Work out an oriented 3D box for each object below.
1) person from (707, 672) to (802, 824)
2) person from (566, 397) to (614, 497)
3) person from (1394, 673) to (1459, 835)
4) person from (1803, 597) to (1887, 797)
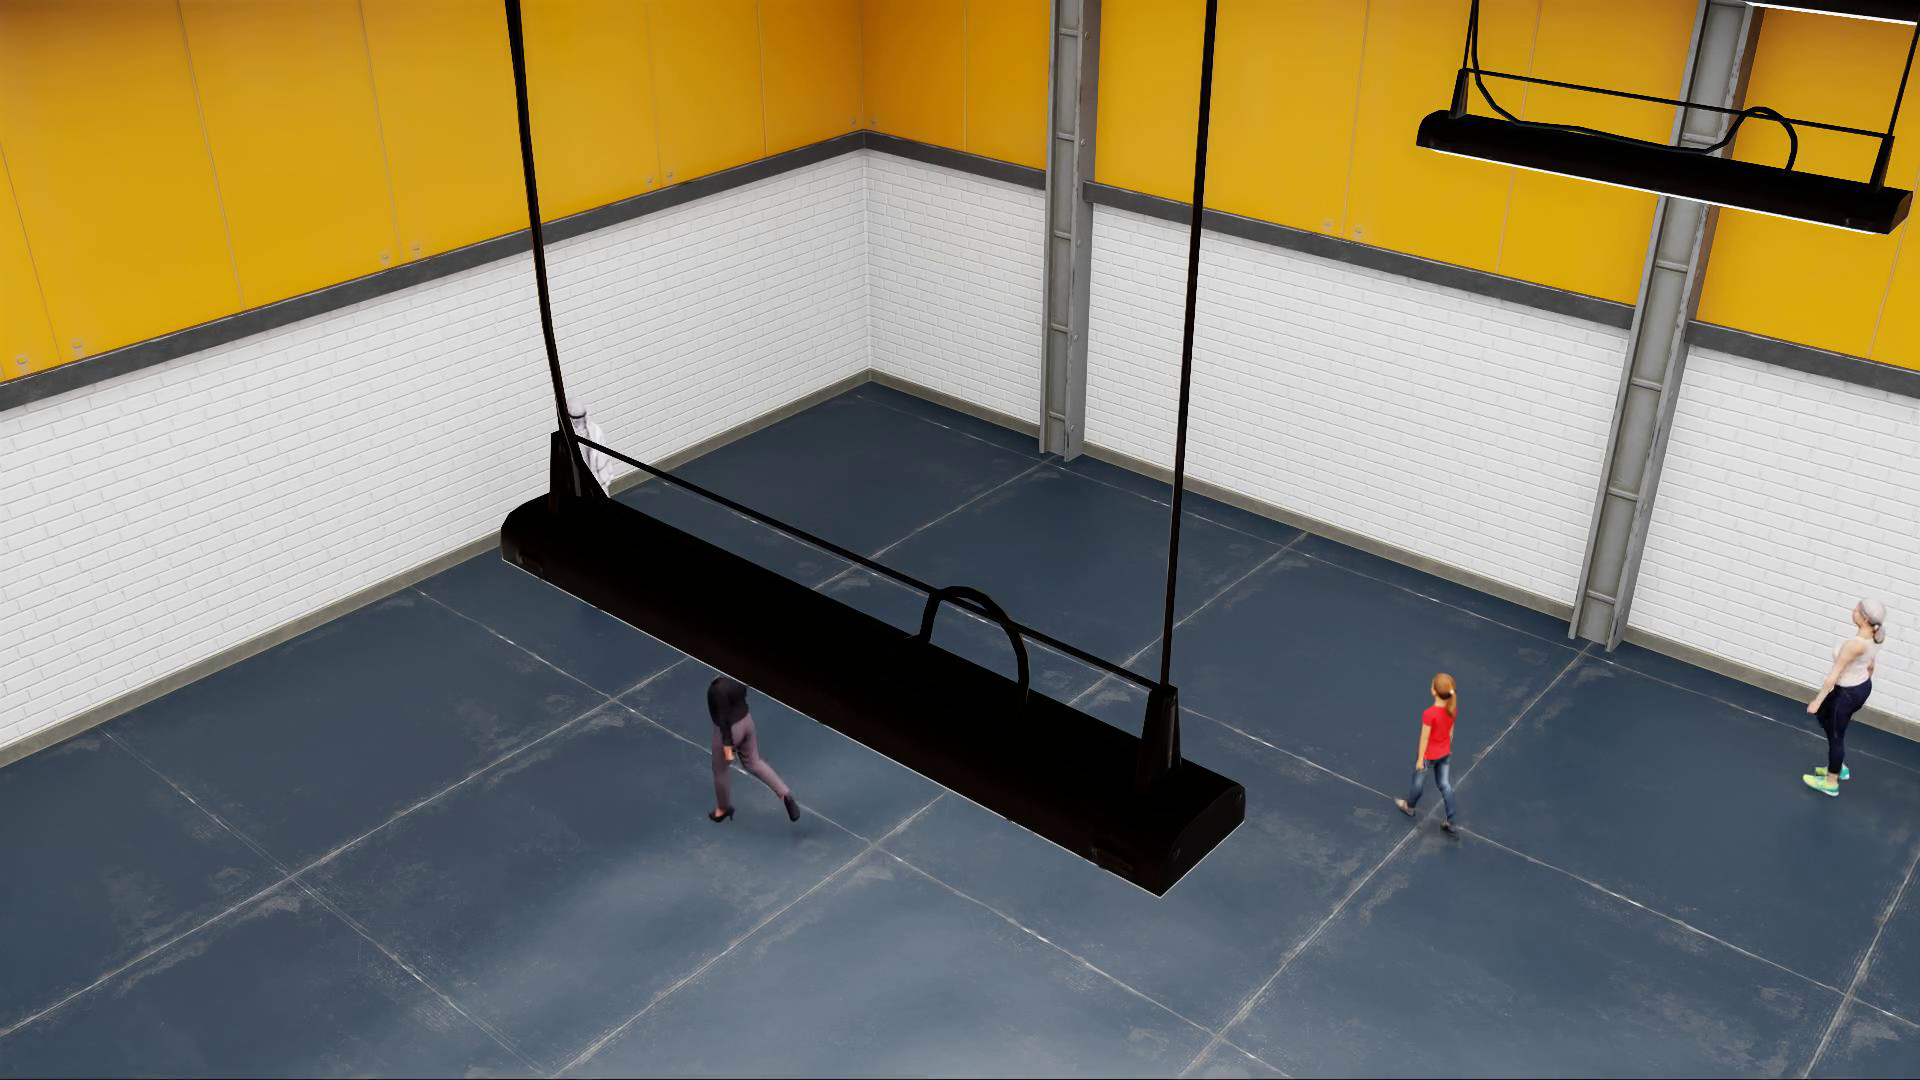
[{"bbox_3d":[-1.565,1.449,12.171,1.049,1.648,0.758,12,31,21],"label":"person"},{"bbox_3d":[-3.441,-0.417,15.302,0.588,1.926,0.676,22,35,34],"label":"person"},{"bbox_3d":[3.542,1.592,12.262,0.688,1.311,0.865,-13,31,-22],"label":"person"},{"bbox_3d":[6.768,1.227,12.534,0.639,1.690,0.639,-23,36,-35],"label":"person"}]
